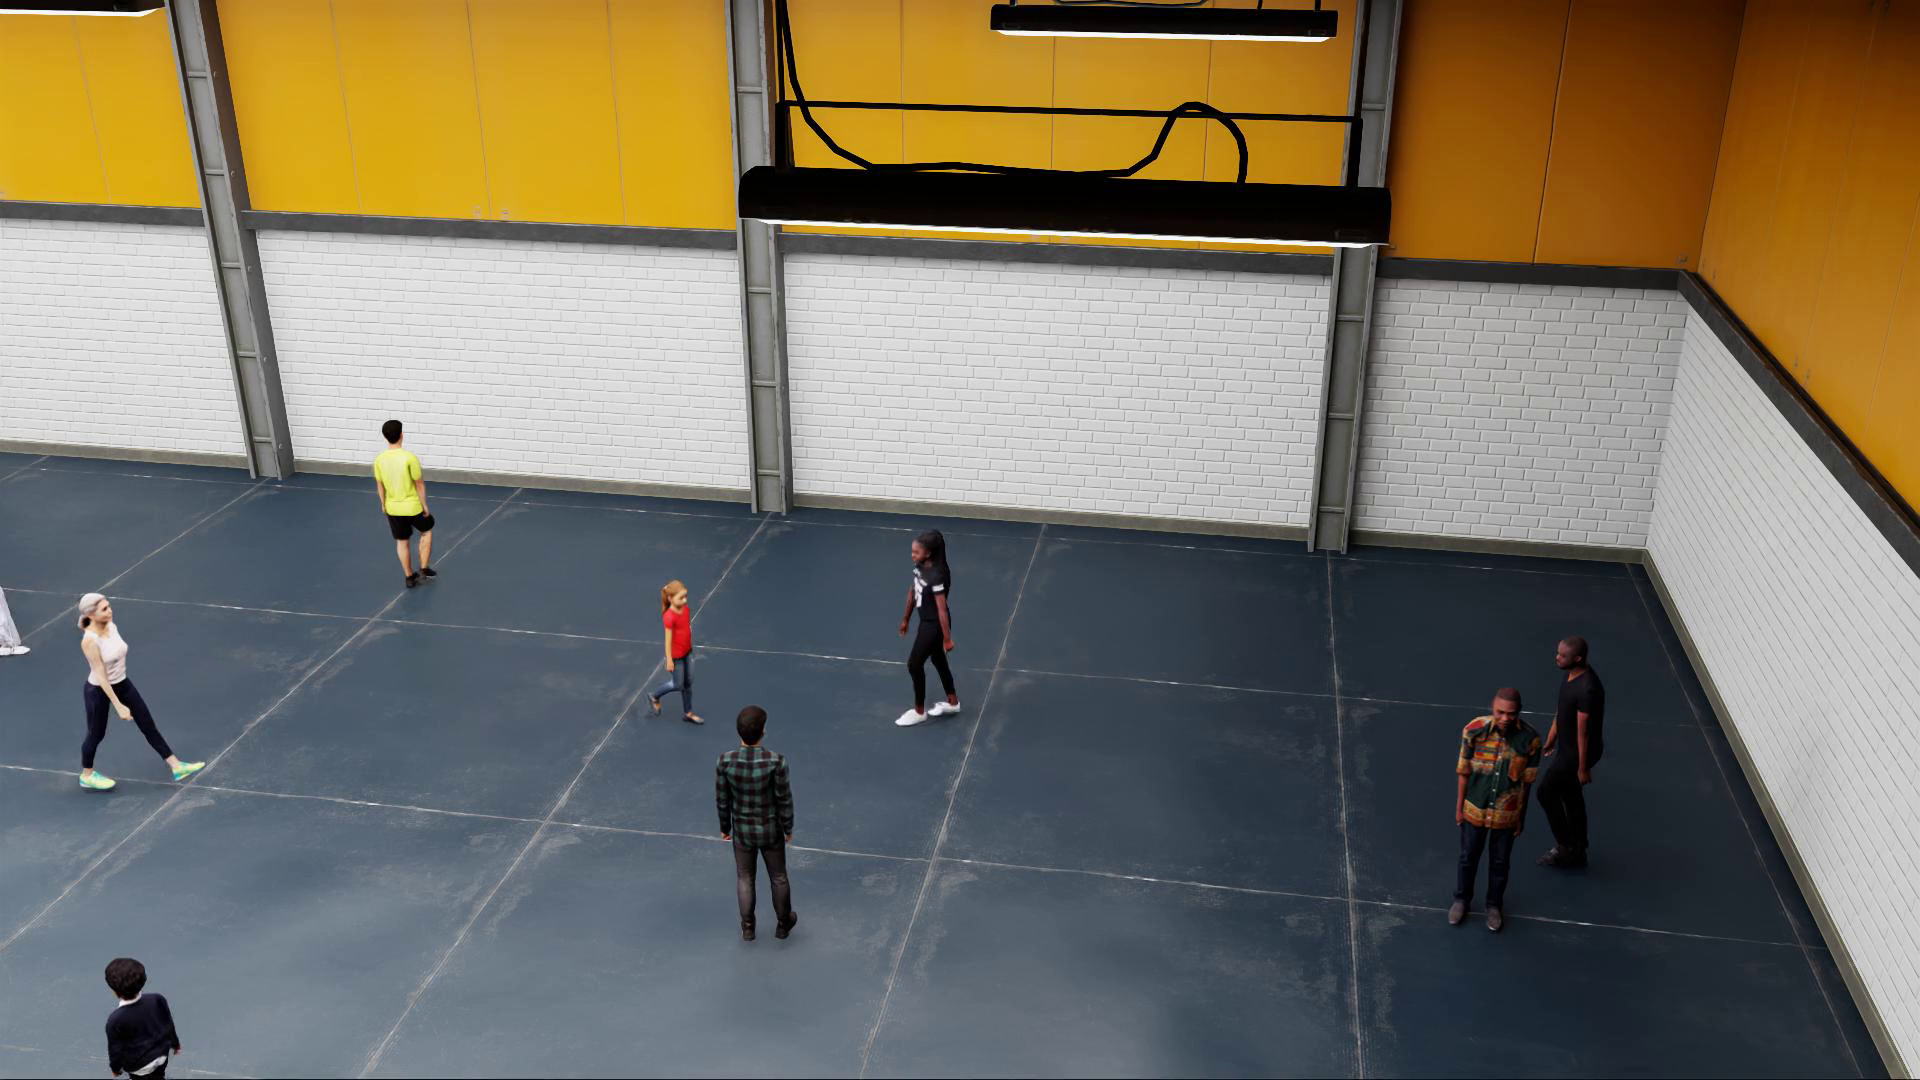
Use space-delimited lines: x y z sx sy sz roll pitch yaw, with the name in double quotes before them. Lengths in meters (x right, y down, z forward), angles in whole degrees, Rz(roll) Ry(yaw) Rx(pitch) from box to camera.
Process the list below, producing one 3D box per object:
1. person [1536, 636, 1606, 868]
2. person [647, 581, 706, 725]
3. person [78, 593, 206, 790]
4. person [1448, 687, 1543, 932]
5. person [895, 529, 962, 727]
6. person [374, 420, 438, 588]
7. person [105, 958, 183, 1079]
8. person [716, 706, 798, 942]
"person" 4.469 1.531 11.833 0.665 1.787 0.717 3 24 8
"person" -2.390 0.928 13.820 0.774 1.300 0.594 11 26 23
"person" -6.601 1.213 12.731 1.206 1.649 0.692 1 24 3
"person" 3.594 1.785 11.227 0.635 1.806 0.771 8 25 17
"person" -0.146 0.715 13.789 0.940 1.715 0.814 -6 24 -12
"person" -5.421 -0.324 16.181 0.594 1.702 0.752 1 24 2
"person" -4.559 2.911 9.404 0.832 1.203 0.666 13 27 28
"person" -1.331 1.859 10.943 0.537 1.712 0.733 1 24 2
